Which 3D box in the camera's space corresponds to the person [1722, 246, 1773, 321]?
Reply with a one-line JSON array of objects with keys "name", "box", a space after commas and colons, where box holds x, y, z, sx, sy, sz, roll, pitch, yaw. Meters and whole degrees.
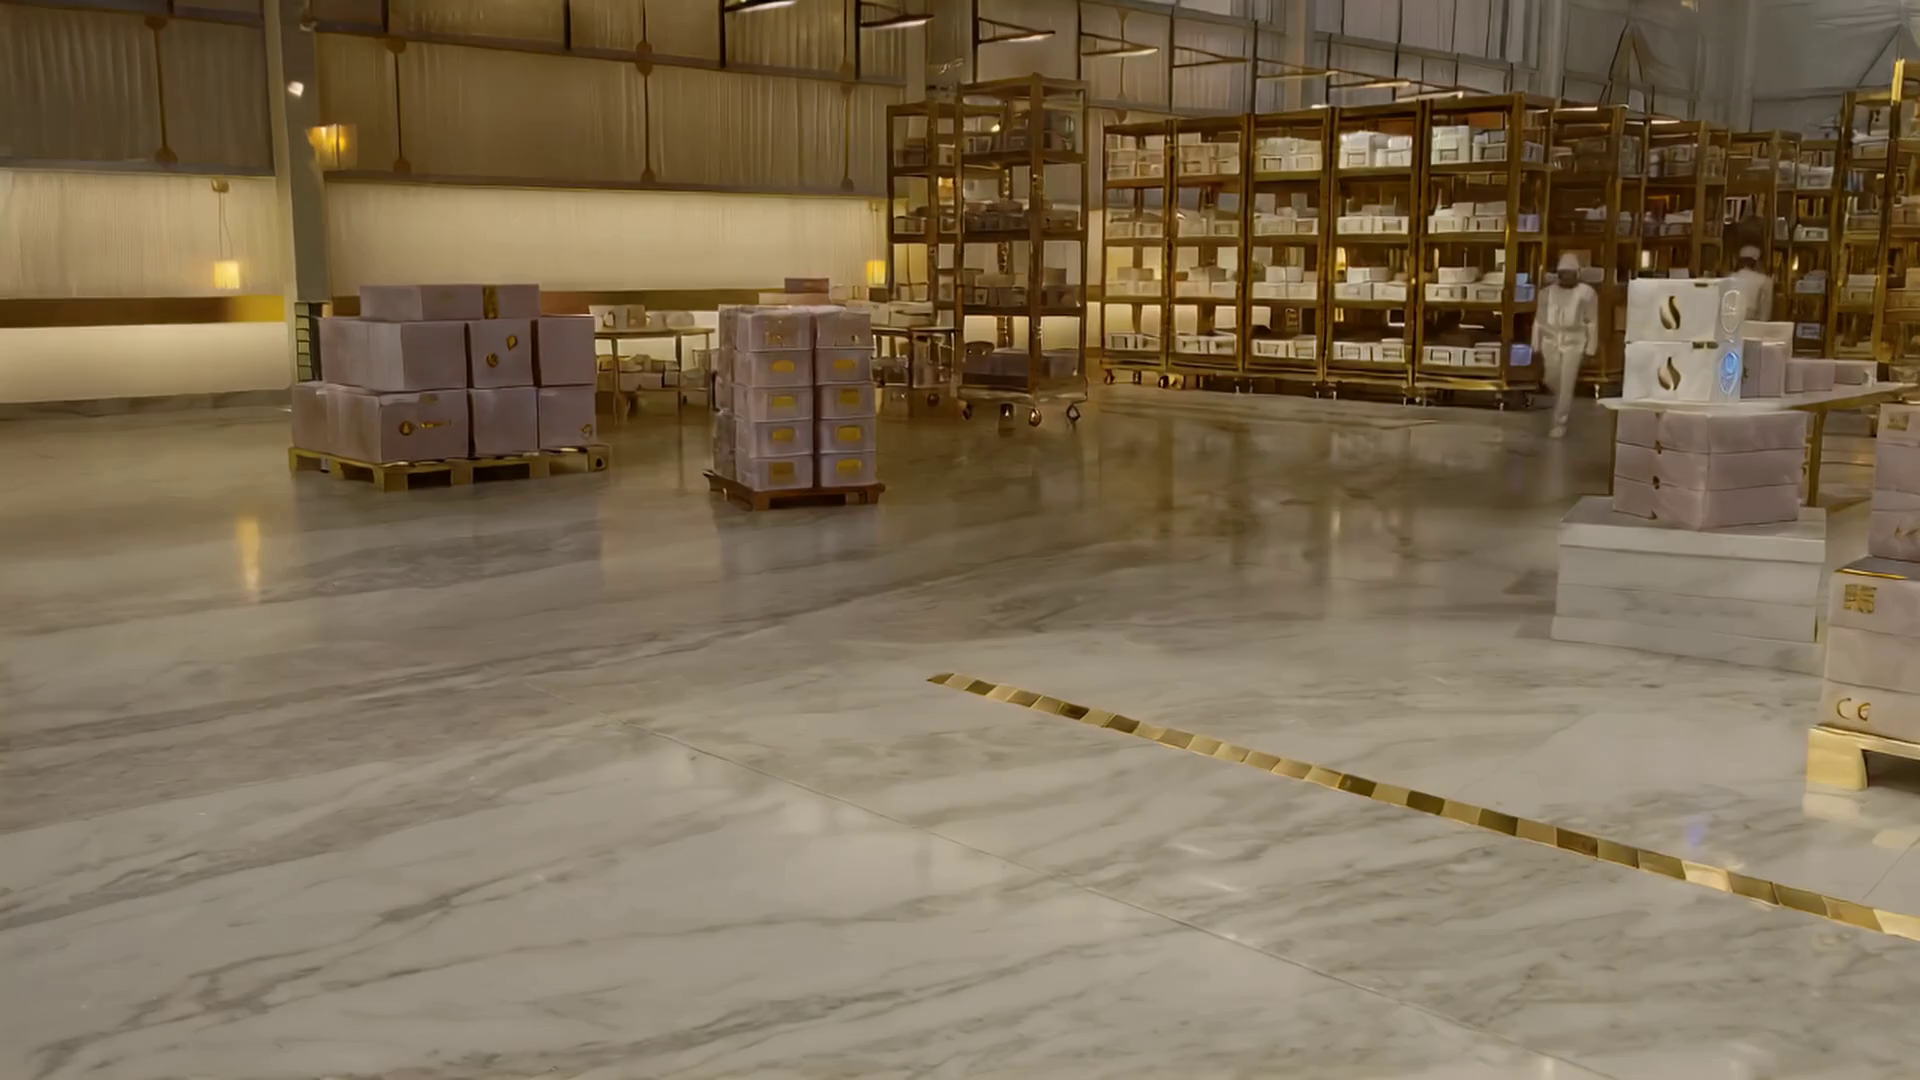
[{"name": "person", "box": [8.974, -2.426, 19.127, 0.614, 1.914, 0.868, 6, 11, 32]}]

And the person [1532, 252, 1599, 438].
[{"name": "person", "box": [5.970, -1.925, 16.395, 0.599, 1.813, 0.751, 7, 12, 37]}]
